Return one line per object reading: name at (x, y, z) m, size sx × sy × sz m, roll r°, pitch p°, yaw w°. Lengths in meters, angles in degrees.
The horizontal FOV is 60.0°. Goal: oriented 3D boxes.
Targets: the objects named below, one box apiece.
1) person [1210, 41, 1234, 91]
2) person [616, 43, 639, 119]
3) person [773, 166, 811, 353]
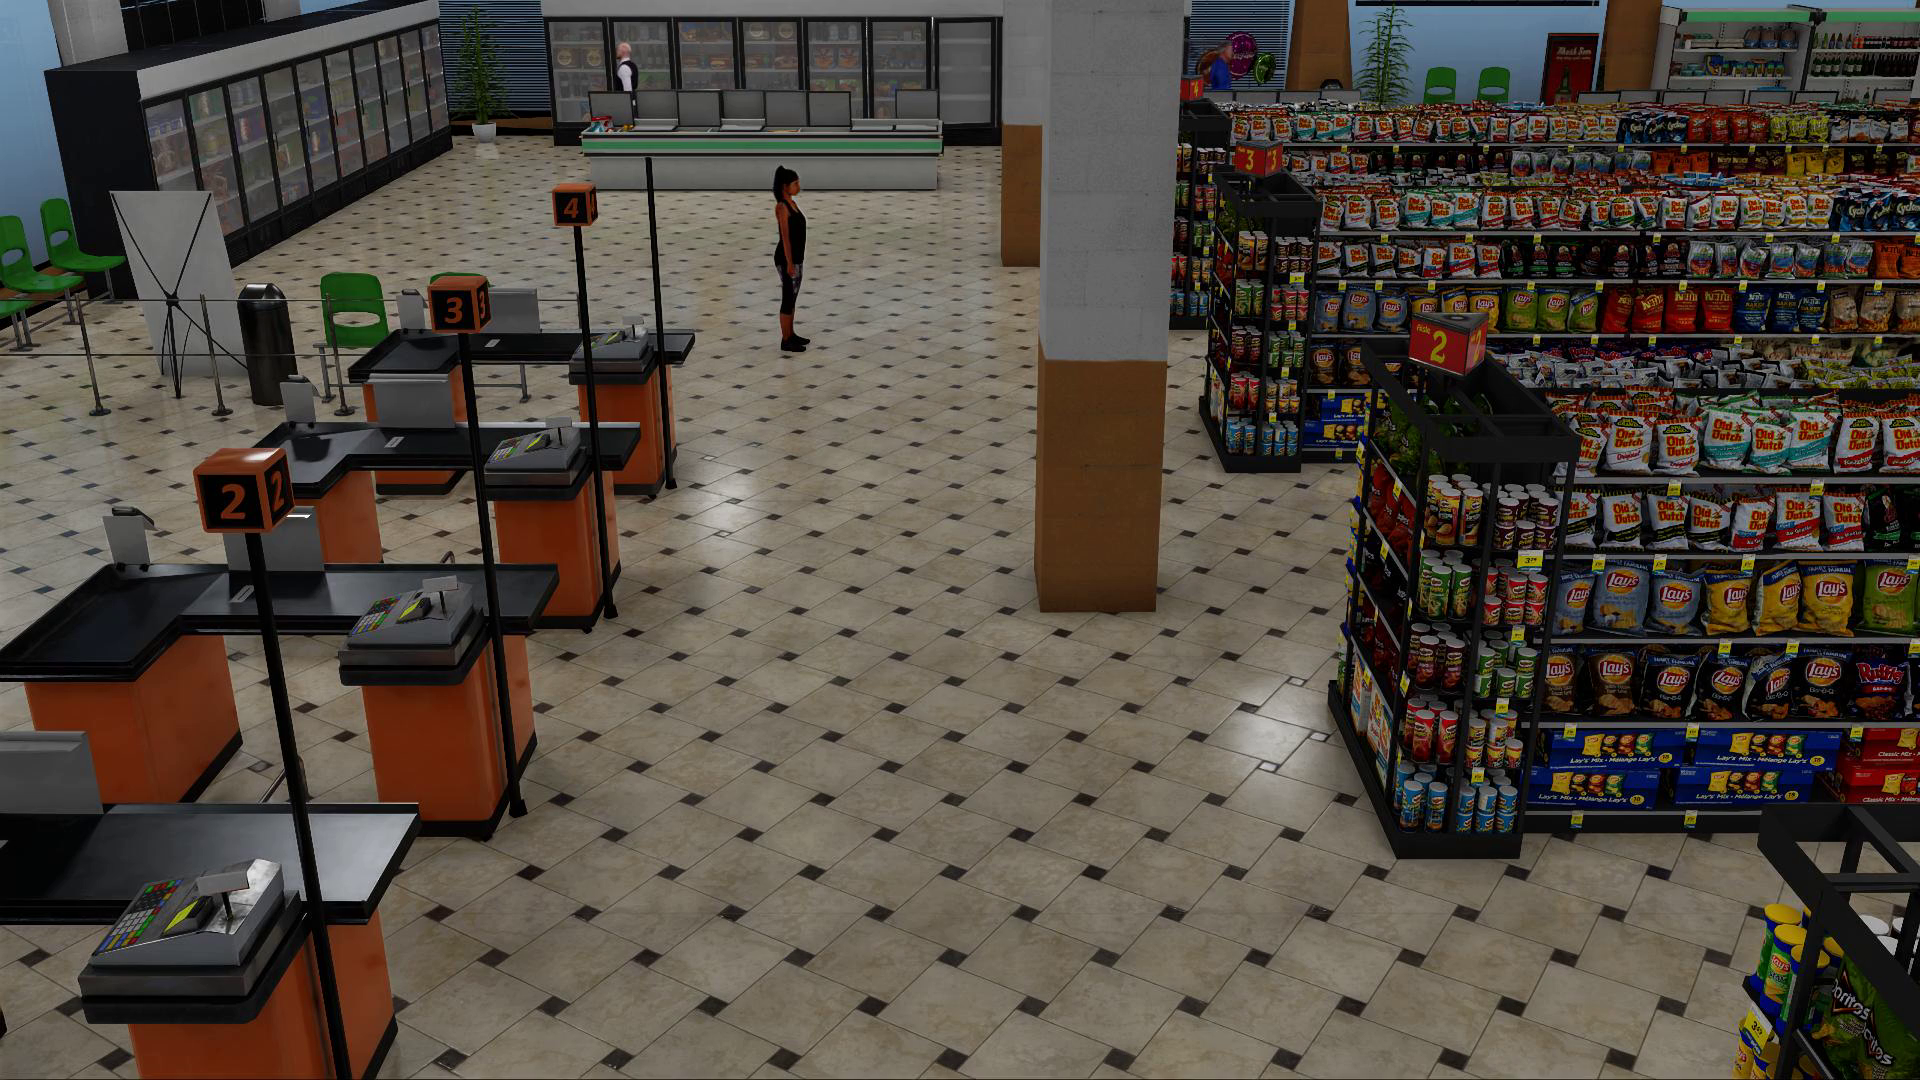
person at (3.738, -6.452, 24.682) m, size 0.951 × 1.801 × 0.794 m, roll 2°, pitch 22°, yaw 5°
person at (-4.840, -6.345, 24.386) m, size 0.596 × 1.823 × 0.687 m, roll 1°, pitch 22°, yaw 2°
person at (-1.563, -2.579, 15.215) m, size 0.520 × 1.673 × 0.590 m, roll 2°, pitch 22°, yaw 4°
